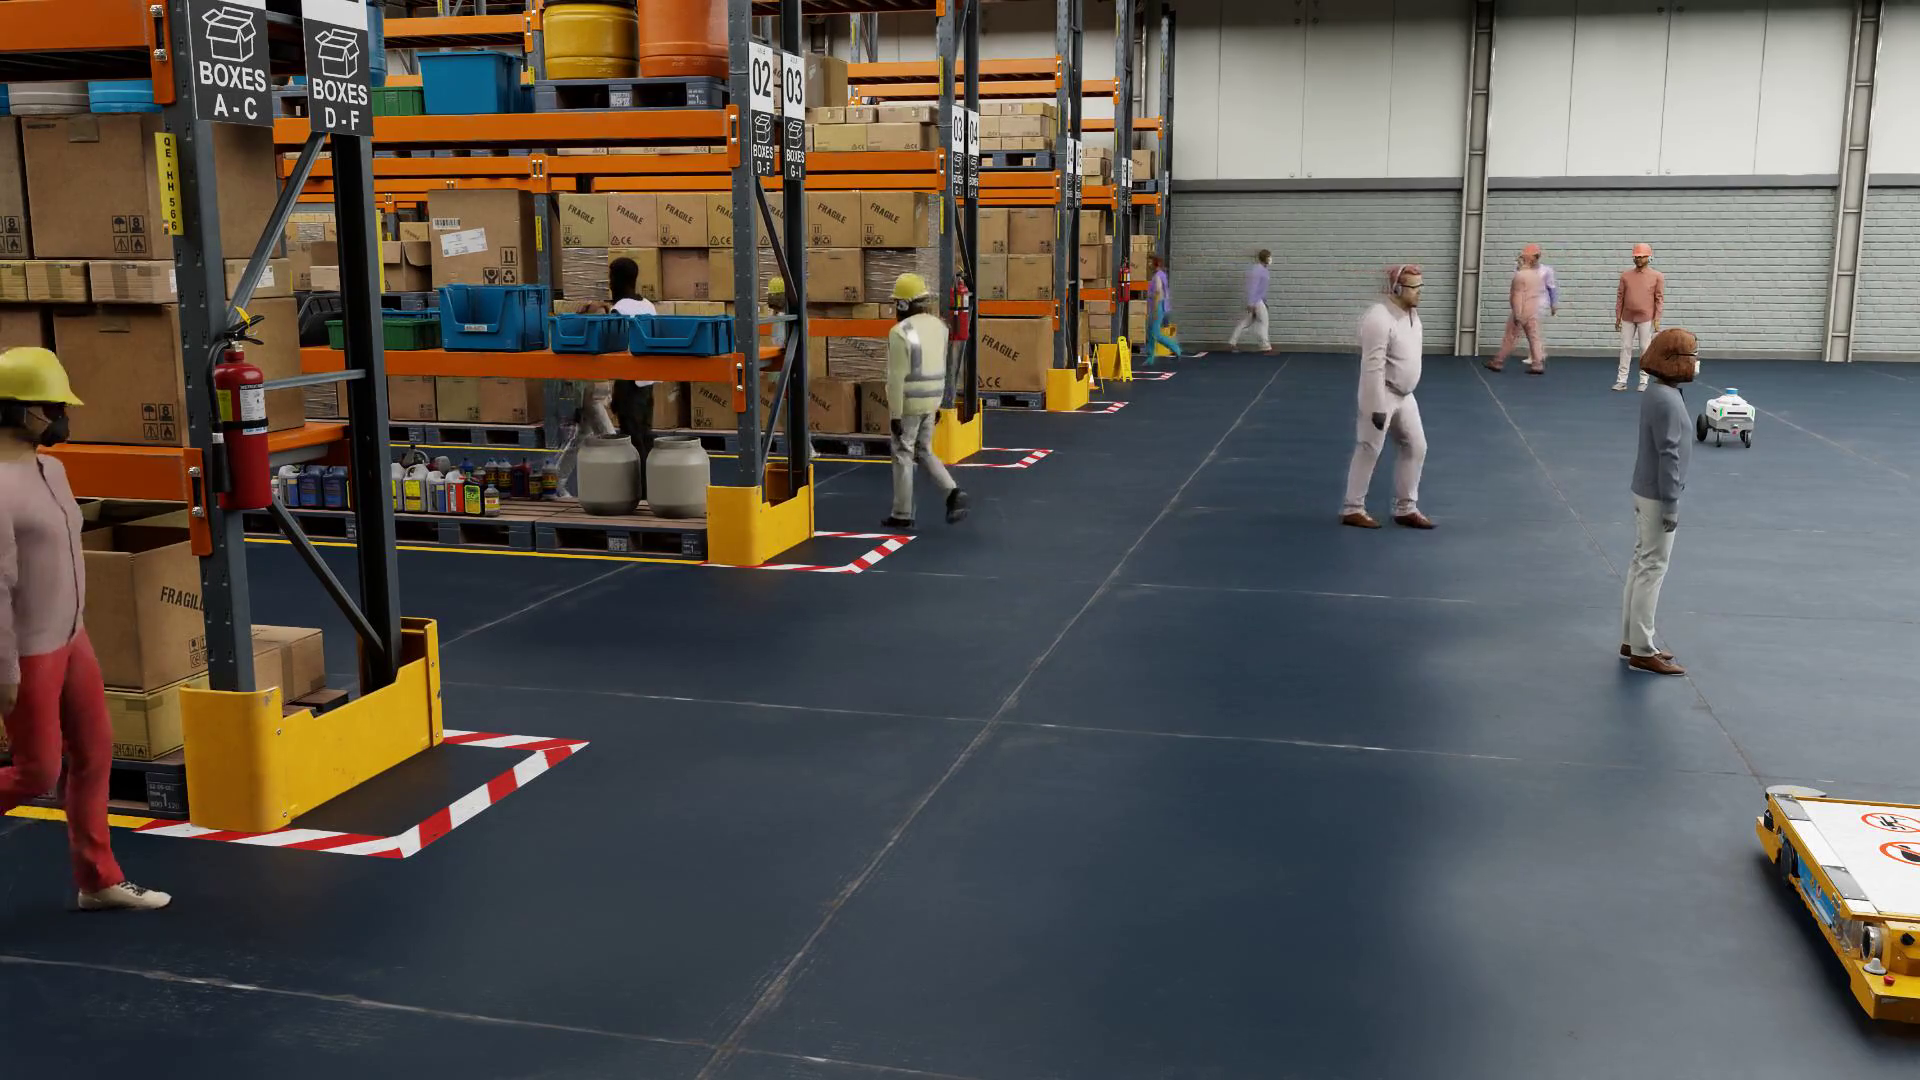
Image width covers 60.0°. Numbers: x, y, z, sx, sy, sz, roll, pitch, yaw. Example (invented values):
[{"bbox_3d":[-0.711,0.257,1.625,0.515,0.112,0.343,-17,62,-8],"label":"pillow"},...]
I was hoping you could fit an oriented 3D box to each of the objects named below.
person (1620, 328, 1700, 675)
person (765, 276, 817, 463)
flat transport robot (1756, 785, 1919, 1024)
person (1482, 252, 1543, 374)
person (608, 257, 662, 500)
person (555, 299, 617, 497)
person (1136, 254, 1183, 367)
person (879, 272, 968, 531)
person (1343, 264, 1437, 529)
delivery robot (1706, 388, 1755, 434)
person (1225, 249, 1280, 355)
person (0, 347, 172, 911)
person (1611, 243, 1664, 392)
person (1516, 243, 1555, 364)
[{"bbox_3d":[3.335,-0.188,7.904,0.278,1.633,0.507,3,11,14],"label":"person"},{"bbox_3d":[-1.520,-1.420,14.477,0.366,1.732,0.499,2,10,10],"label":"person"},{"bbox_3d":[2.841,1.041,4.873,0.652,0.197,1.431,3,11,14],"label":"flat transport robot"},{"bbox_3d":[8.576,-3.482,25.538,0.662,1.849,1.006,-8,13,-37],"label":"person"},{"bbox_3d":[-2.428,-1.146,12.430,0.373,1.914,0.596,2,10,12],"label":"person"},{"bbox_3d":[-2.886,-1.077,12.942,0.863,1.595,0.506,1,10,8],"label":"person"},{"bbox_3d":[3.203,-3.661,26.616,0.658,1.828,0.592,0,10,1],"label":"person"},{"bbox_3d":[-0.287,-0.948,11.601,0.591,1.820,0.607,8,13,38],"label":"person"},{"bbox_3d":[3.047,-0.983,11.654,0.764,1.868,0.660,9,14,42],"label":"person"},{"bbox_3d":[7.713,-1.275,16.657,0.477,0.478,0.707,2,11,14],"label":"delivery robot"},{"bbox_3d":[5.225,-4.256,29.747,0.963,1.903,0.632,3,11,16],"label":"person"},{"bbox_3d":[-2.789,0.302,4.904,0.652,1.738,0.532,-1,10,-7],"label":"person"},{"bbox_3d":[9.180,-3.007,22.529,0.608,1.995,0.377,8,13,38],"label":"person"},{"bbox_3d":[9.589,-3.922,27.627,0.614,1.997,0.831,10,14,44],"label":"person"}]
